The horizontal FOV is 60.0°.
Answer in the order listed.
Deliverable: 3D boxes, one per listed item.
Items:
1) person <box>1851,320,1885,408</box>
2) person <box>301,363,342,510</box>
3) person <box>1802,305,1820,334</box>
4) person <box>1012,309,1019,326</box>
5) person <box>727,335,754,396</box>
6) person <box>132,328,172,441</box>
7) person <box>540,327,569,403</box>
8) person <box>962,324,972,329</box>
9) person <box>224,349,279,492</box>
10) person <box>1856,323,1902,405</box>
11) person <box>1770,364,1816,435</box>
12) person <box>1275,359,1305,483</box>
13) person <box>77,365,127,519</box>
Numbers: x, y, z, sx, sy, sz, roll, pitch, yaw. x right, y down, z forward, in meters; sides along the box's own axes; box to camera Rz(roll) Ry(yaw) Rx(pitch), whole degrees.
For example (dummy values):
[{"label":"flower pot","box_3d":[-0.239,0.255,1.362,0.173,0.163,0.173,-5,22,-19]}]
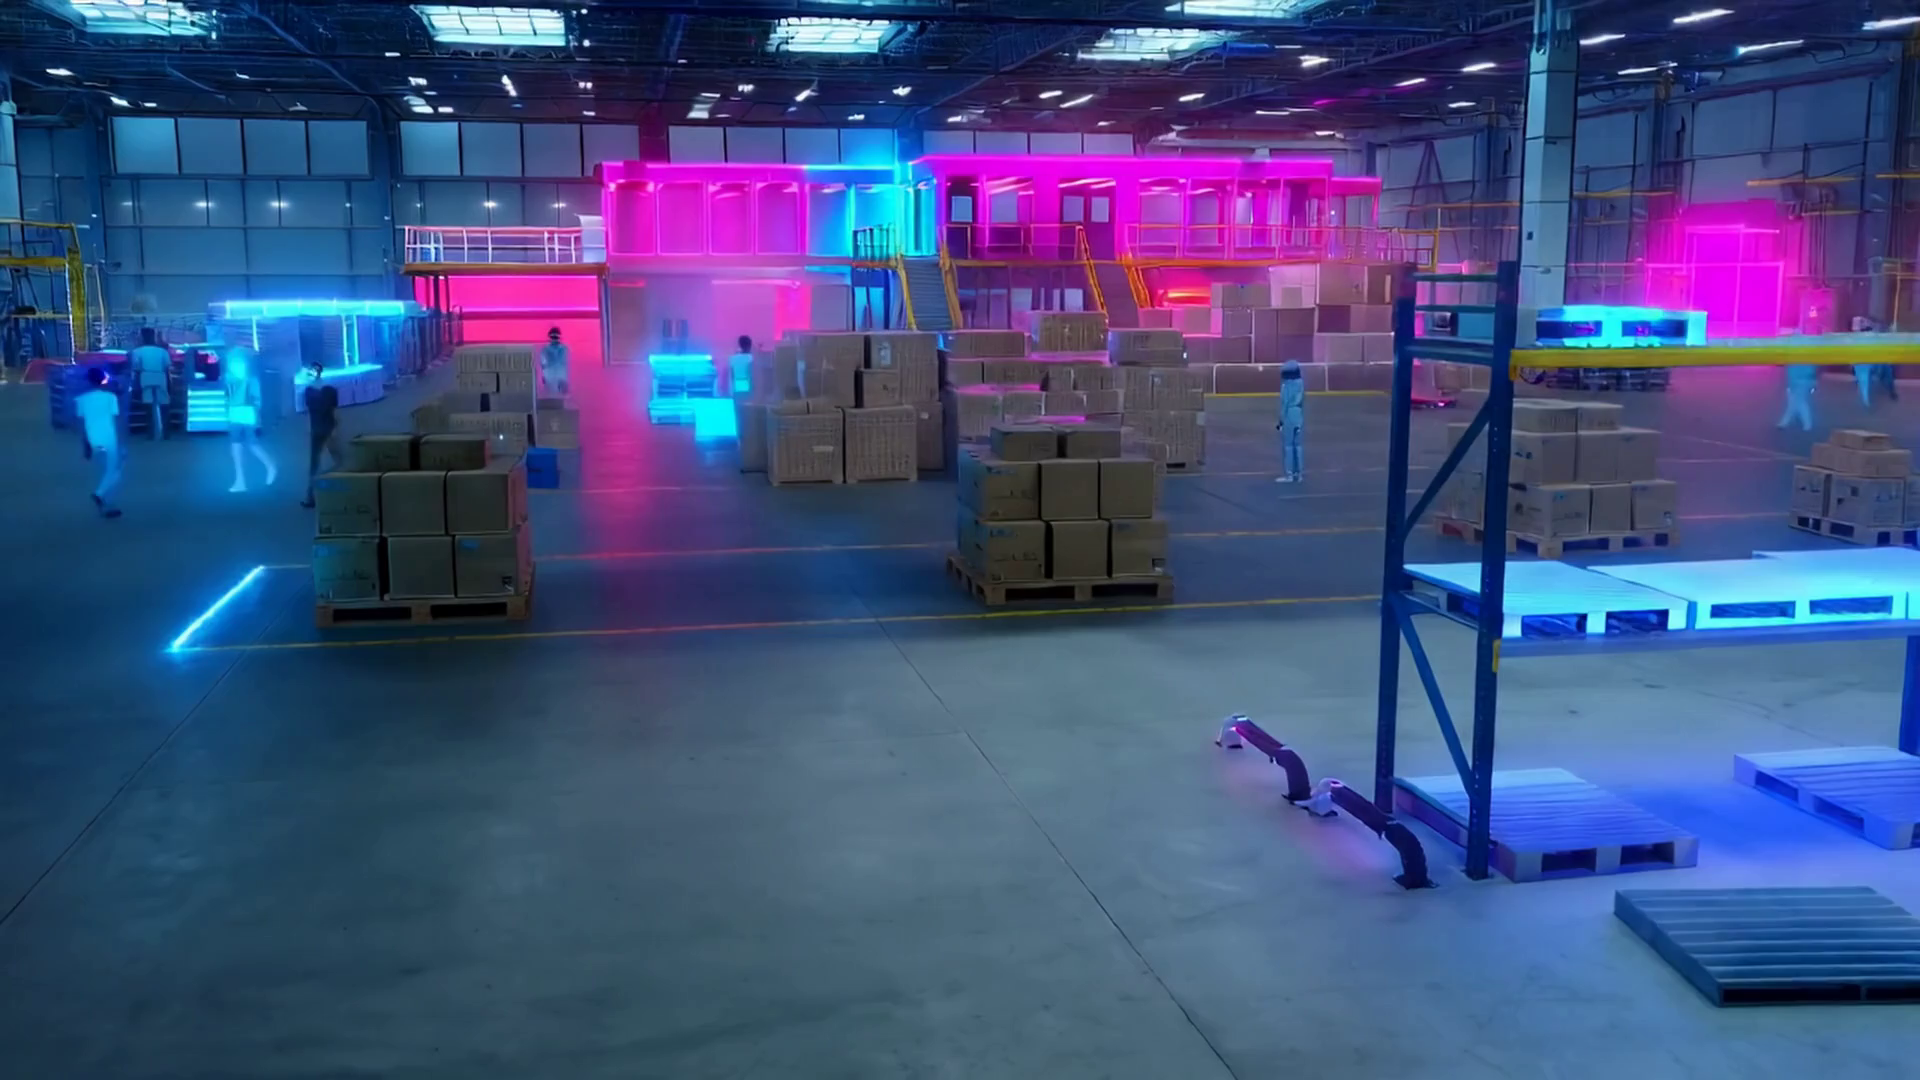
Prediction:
[{"label":"person","box_3d":[19.516,-3.793,35.793,0.630,1.879,1.006,2,10,12]},{"label":"person","box_3d":[-7.960,-1.296,20.786,0.532,1.809,1.002,1,9,4]},{"label":"person","box_3d":[22.677,-5.265,44.404,0.382,1.996,0.608,7,12,38]},{"label":"person","box_3d":[1.494,-5.270,44.775,0.339,1.882,0.584,0,9,-3]},{"label":"person","box_3d":[-3.457,-2.391,27.184,0.655,1.903,0.534,5,10,27]},{"label":"person","box_3d":[-13.999,-2.697,28.842,0.600,1.967,0.369,-7,12,-37]},{"label":"person","box_3d":[-7.599,-3.040,31.148,0.555,1.904,0.956,-4,10,-25]},{"label":"person","box_3d":[0.211,-3.607,34.875,0.521,1.819,0.872,-6,11,-33]},{"label":"person","box_3d":[-9.615,-1.624,22.491,0.564,1.914,0.764,3,10,16]},{"label":"person","box_3d":[20.207,-3.867,36.500,0.611,1.797,0.919,-5,10,-27]},{"label":"person","box_3d":[15.065,-2.813,30.017,0.648,1.805,0.915,-7,12,-38]},{"label":"person","box_3d":[4.609,-1.657,23.217,0.480,1.734,0.337,-8,12,-41]},{"label":"person","box_3d":[-10.178,-1.136,19.689,0.542,1.849,0.619,1,9,7]}]
